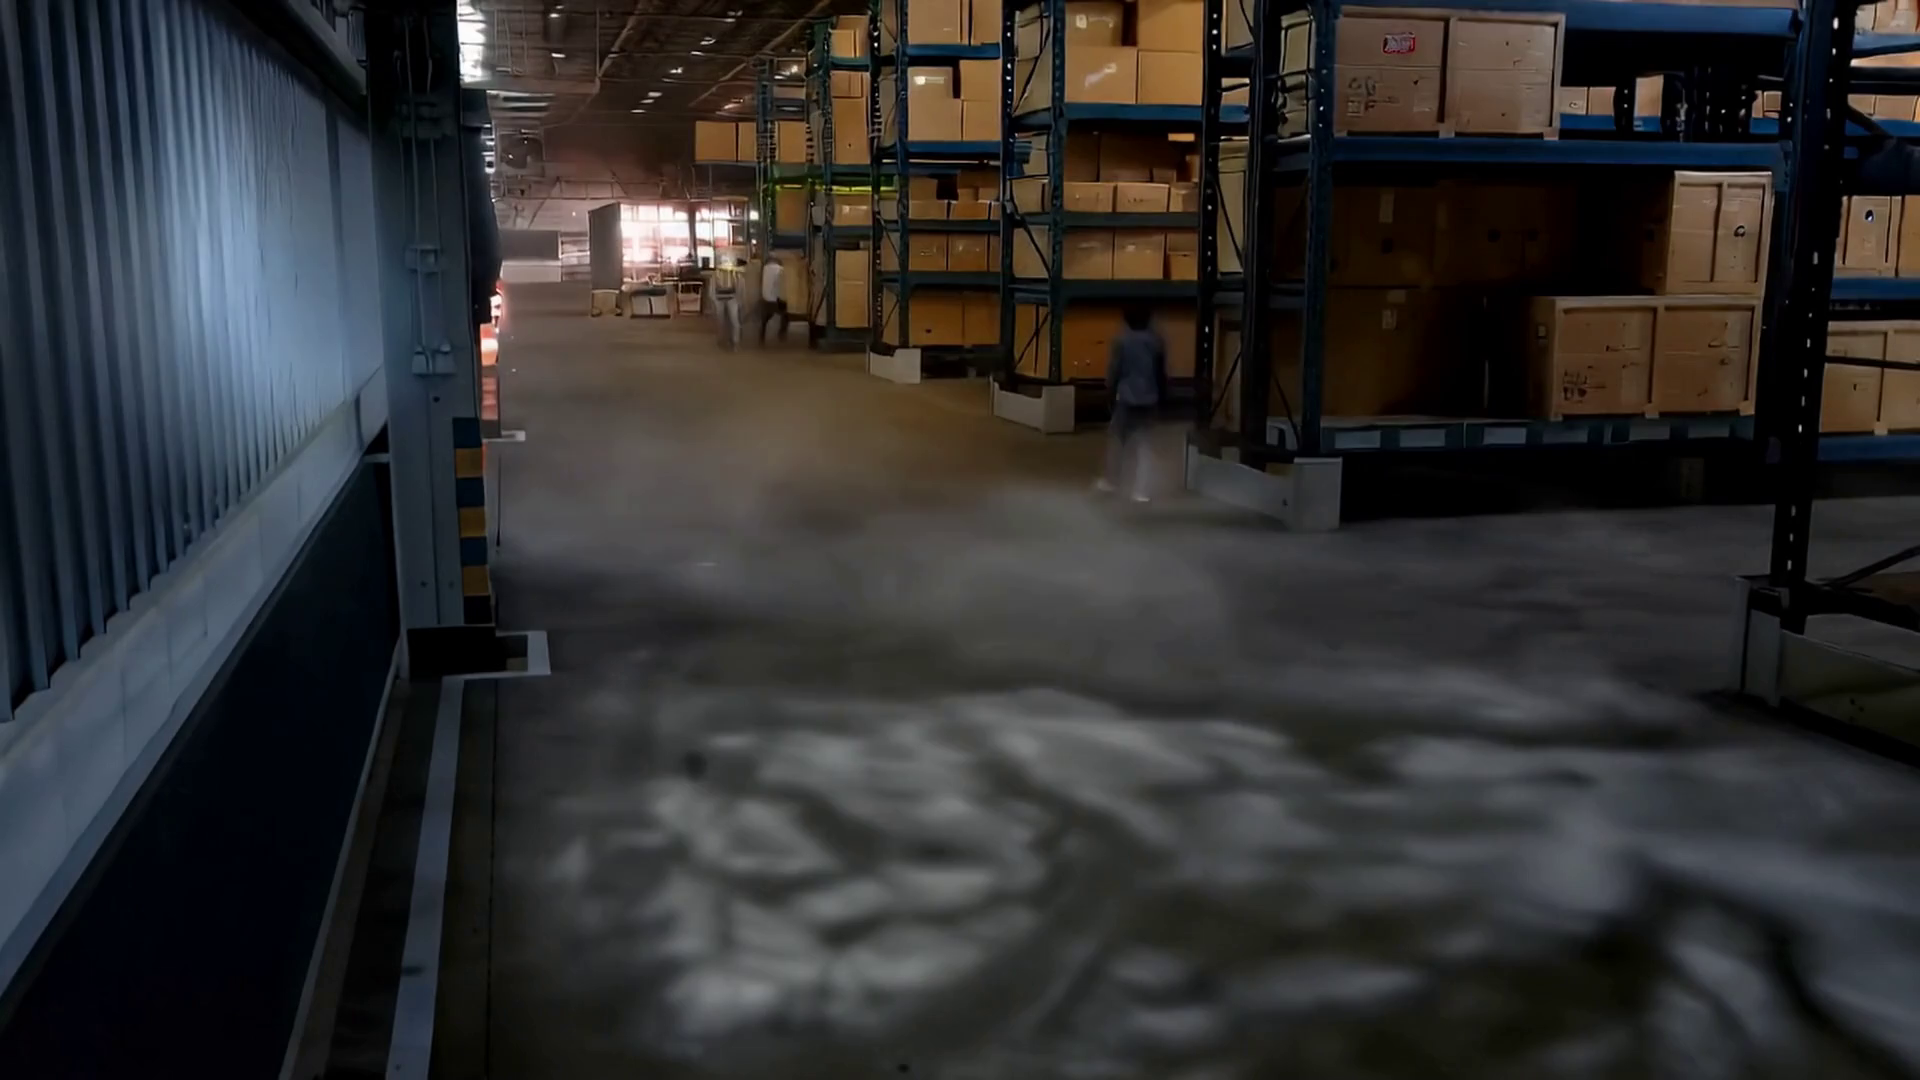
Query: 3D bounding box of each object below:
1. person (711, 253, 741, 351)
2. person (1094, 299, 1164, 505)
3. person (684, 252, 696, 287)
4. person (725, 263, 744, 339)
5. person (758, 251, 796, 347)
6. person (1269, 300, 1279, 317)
[{"bbox_3d":[-4.580,-4.651,32.525,0.620,1.900,1.013,-3,10,-16],"label":"person"},{"bbox_3d":[1.356,-1.109,13.245,0.547,1.595,0.823,-3,10,-16],"label":"person"},{"bbox_3d":[-9.068,-8.711,55.661,0.404,1.835,0.587,3,11,18],"label":"person"},{"bbox_3d":[-4.989,-5.252,36.341,0.575,1.734,0.593,-4,11,-24],"label":"person"},{"bbox_3d":[-3.715,-4.856,33.555,0.698,1.938,0.769,9,14,43],"label":"person"},{"bbox_3d":[3.000,-1.790,16.774,0.670,1.719,0.497,3,10,16],"label":"person"}]
